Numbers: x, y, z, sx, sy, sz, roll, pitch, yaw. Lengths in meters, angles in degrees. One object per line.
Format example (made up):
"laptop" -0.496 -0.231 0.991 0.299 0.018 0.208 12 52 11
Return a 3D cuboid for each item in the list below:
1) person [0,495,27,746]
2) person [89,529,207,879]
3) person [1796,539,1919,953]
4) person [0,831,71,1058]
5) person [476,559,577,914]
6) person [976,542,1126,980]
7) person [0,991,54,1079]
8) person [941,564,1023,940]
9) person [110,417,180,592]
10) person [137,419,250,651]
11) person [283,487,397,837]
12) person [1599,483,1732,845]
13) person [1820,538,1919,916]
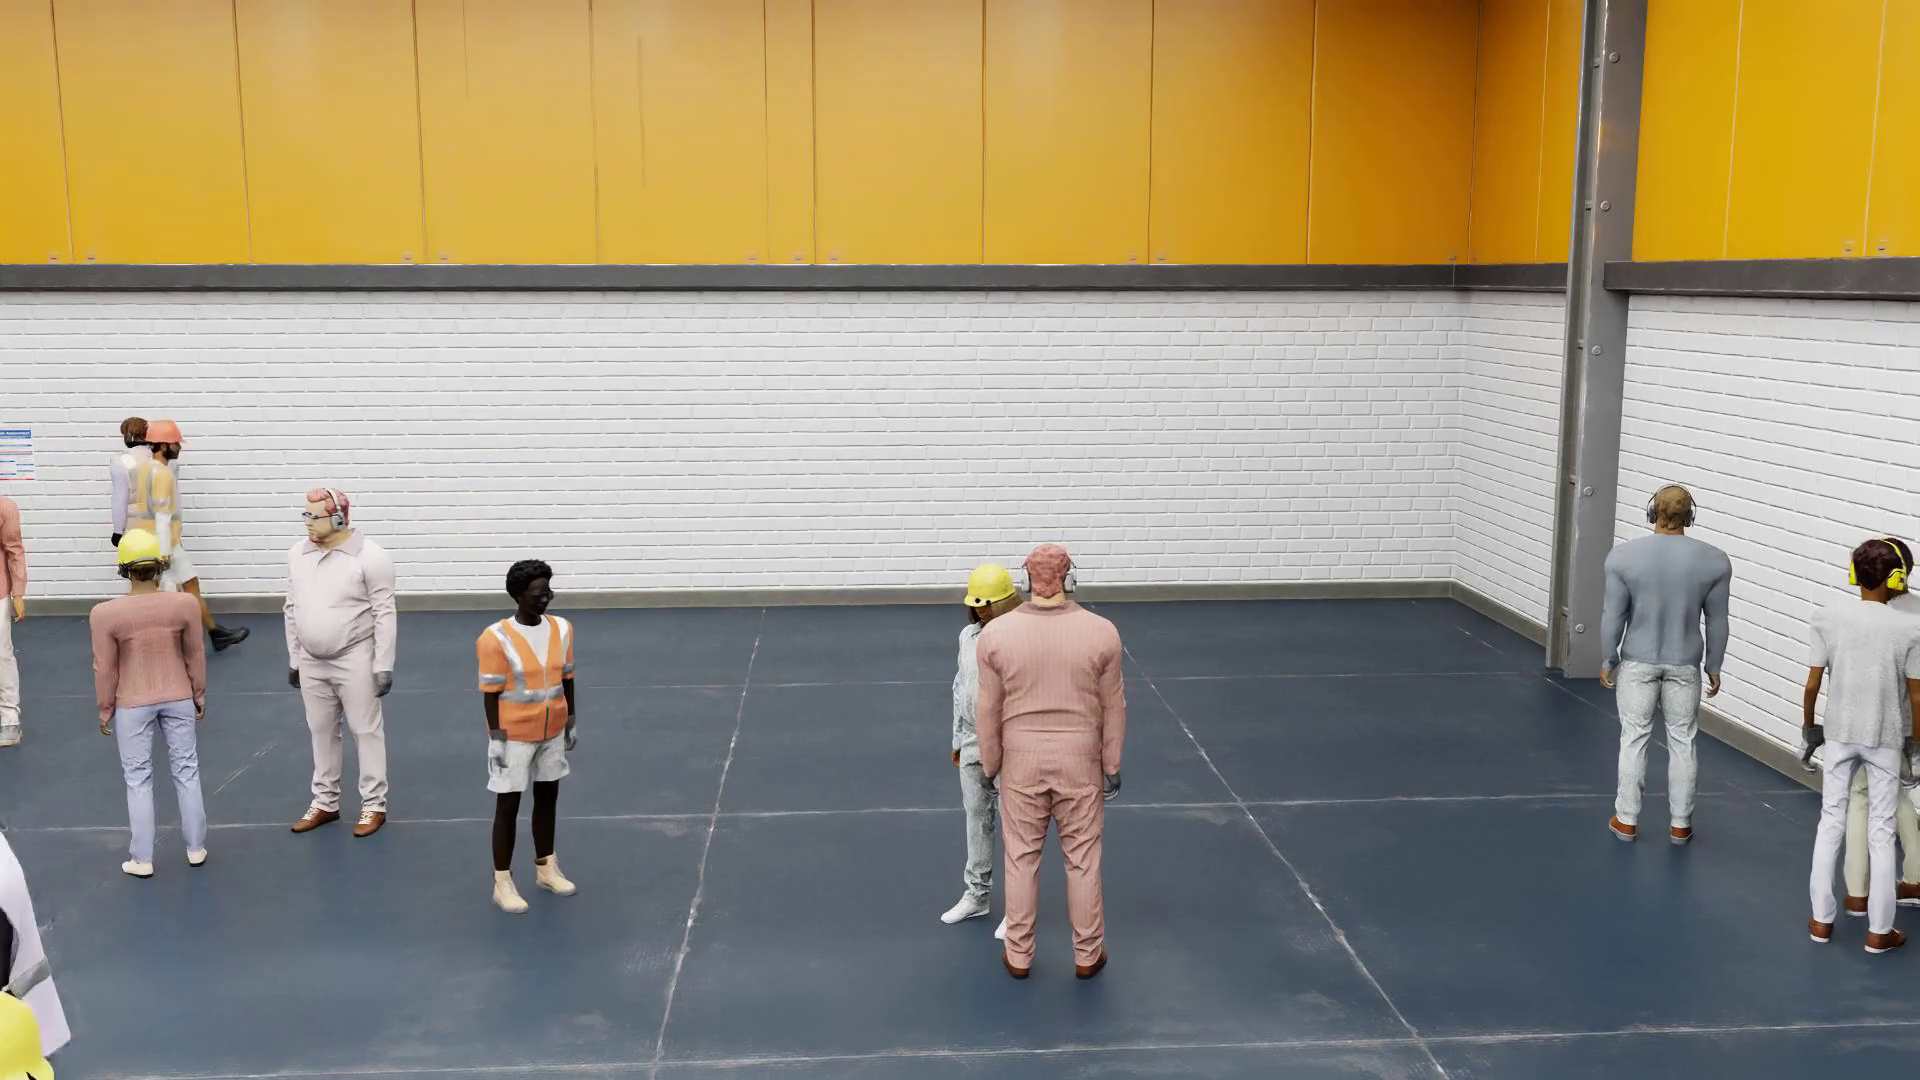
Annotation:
"person" -6.331 0.352 10.660 0.622 1.989 0.402 -2 9 -10
"person" -4.084 0.821 8.410 0.525 1.772 0.306 -7 12 -39
"person" 4.067 0.919 7.506 0.521 1.865 0.335 8 12 40
"person" -2.651 1.390 4.434 0.483 1.894 0.622 -7 12 -39
"person" -2.073 0.923 8.017 0.320 1.698 0.538 8 12 41
"person" 0.392 0.954 7.172 0.636 1.902 0.405 1 9 4
"person" -1.724 1.666 2.975 0.450 1.838 0.595 6 11 32
"person" 0.143 0.960 7.644 0.484 1.737 0.309 8 12 40
"person" -6.947 -0.130 14.163 0.429 1.842 0.621 5 10 27
"person" -6.196 -0.007 13.202 0.948 1.893 0.566 -8 12 -40
"person" -3.373 0.660 9.010 0.643 1.905 0.400 2 9 15
"person" 3.744 0.662 8.879 0.636 1.938 0.358 2 9 15
"person" 4.405 0.882 7.856 0.628 1.829 0.419 -1 9 -4
